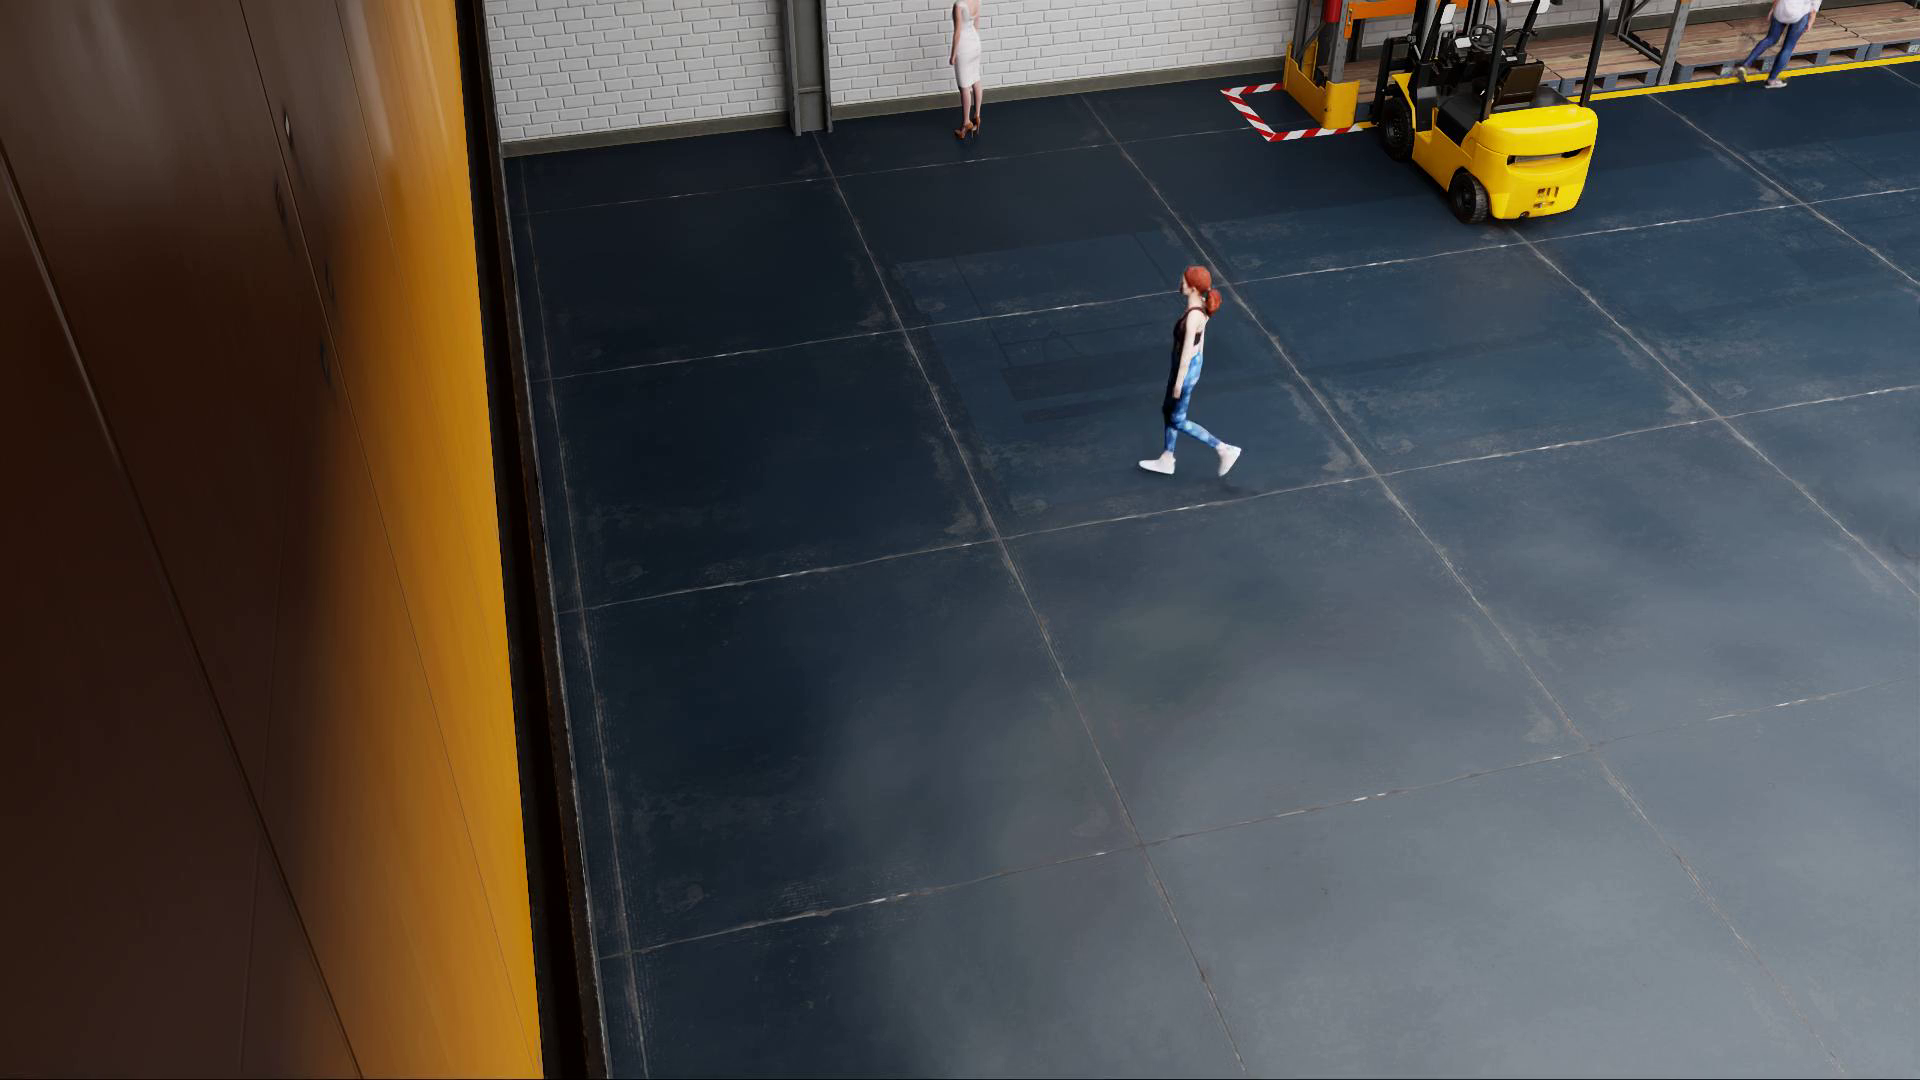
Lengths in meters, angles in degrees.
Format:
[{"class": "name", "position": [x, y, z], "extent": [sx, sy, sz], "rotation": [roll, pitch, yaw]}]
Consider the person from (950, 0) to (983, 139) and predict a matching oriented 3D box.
[{"class": "person", "position": [0.080, -4.933, 16.810], "extent": [0.690, 1.792, 0.603], "rotation": [25, 45, 28]}]

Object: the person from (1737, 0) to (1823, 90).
[{"class": "person", "position": [8.826, -5.612, 17.749], "extent": [0.914, 1.683, 0.757], "rotation": [-22, 44, -25]}]

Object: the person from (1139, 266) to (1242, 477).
[{"class": "person", "position": [1.723, -1.168, 12.114], "extent": [1.057, 1.770, 0.867], "rotation": [10, 40, 13]}]
